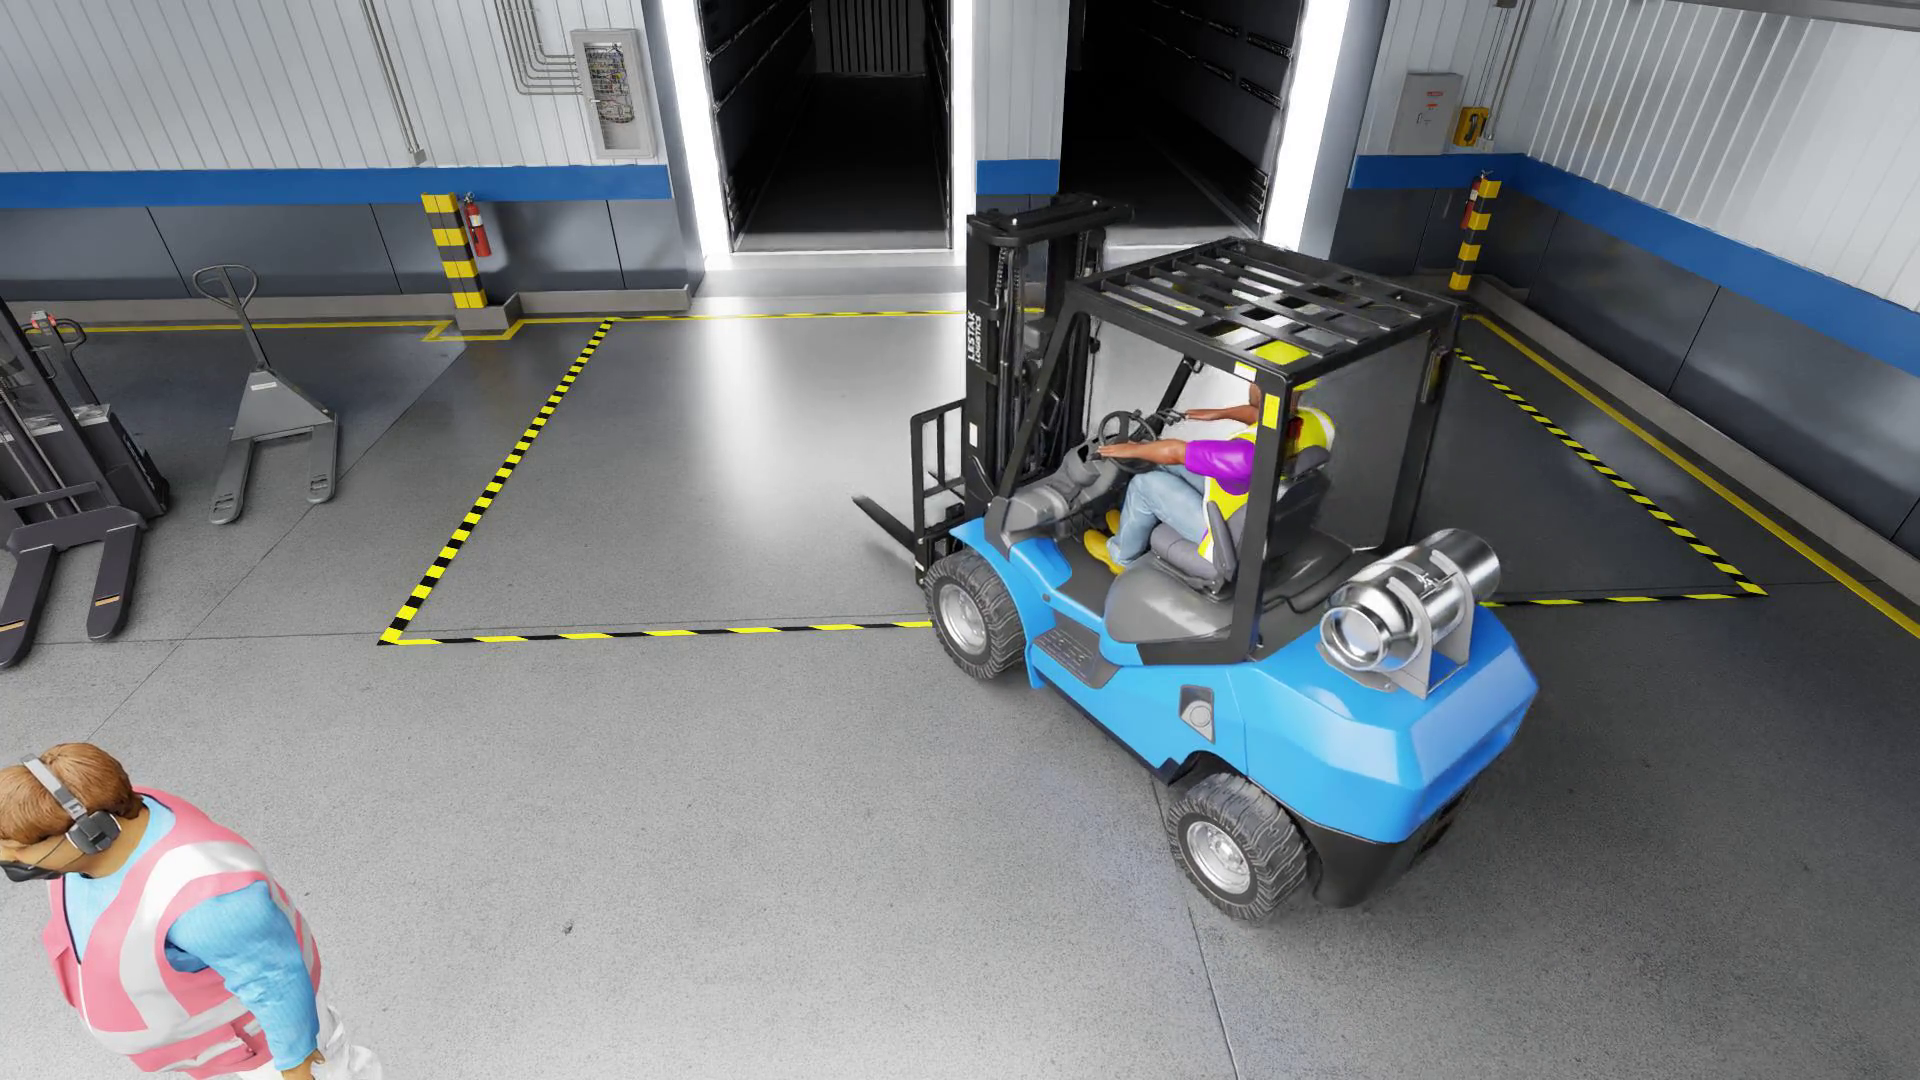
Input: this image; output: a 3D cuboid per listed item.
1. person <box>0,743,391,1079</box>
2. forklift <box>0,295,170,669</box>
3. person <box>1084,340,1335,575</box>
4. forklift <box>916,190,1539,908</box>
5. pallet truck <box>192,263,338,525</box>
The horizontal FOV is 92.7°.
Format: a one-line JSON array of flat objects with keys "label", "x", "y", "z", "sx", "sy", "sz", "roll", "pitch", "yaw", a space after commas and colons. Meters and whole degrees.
[{"label": "person", "x": -1.894, "y": 1.212, "z": 2.384, "sx": 0.624, "sy": 1.844, "sz": 0.429, "roll": 15, "pitch": 38, "yaw": 21}, {"label": "forklift", "x": -5.212, "y": -0.618, "z": 4.878, "sx": 0.823, "sy": 1.965, "sz": 1.885, "roll": -20, "pitch": 39, "yaw": -26}, {"label": "person", "x": 0.970, "y": -0.325, "z": 3.819, "sx": 0.635, "sy": 1.294, "sz": 1.002, "roll": -23, "pitch": 41, "yaw": -30}, {"label": "forklift", "x": 1.000, "y": -0.142, "z": 3.883, "sx": 1.157, "sy": 2.036, "sz": 2.680, "roll": -23, "pitch": 41, "yaw": -30}, {"label": "pallet truck", "x": -4.778, "y": -1.027, "z": 6.128, "sx": 0.680, "sy": 1.201, "sz": 1.601, "roll": -17, "pitch": 38, "yaw": -23}]
